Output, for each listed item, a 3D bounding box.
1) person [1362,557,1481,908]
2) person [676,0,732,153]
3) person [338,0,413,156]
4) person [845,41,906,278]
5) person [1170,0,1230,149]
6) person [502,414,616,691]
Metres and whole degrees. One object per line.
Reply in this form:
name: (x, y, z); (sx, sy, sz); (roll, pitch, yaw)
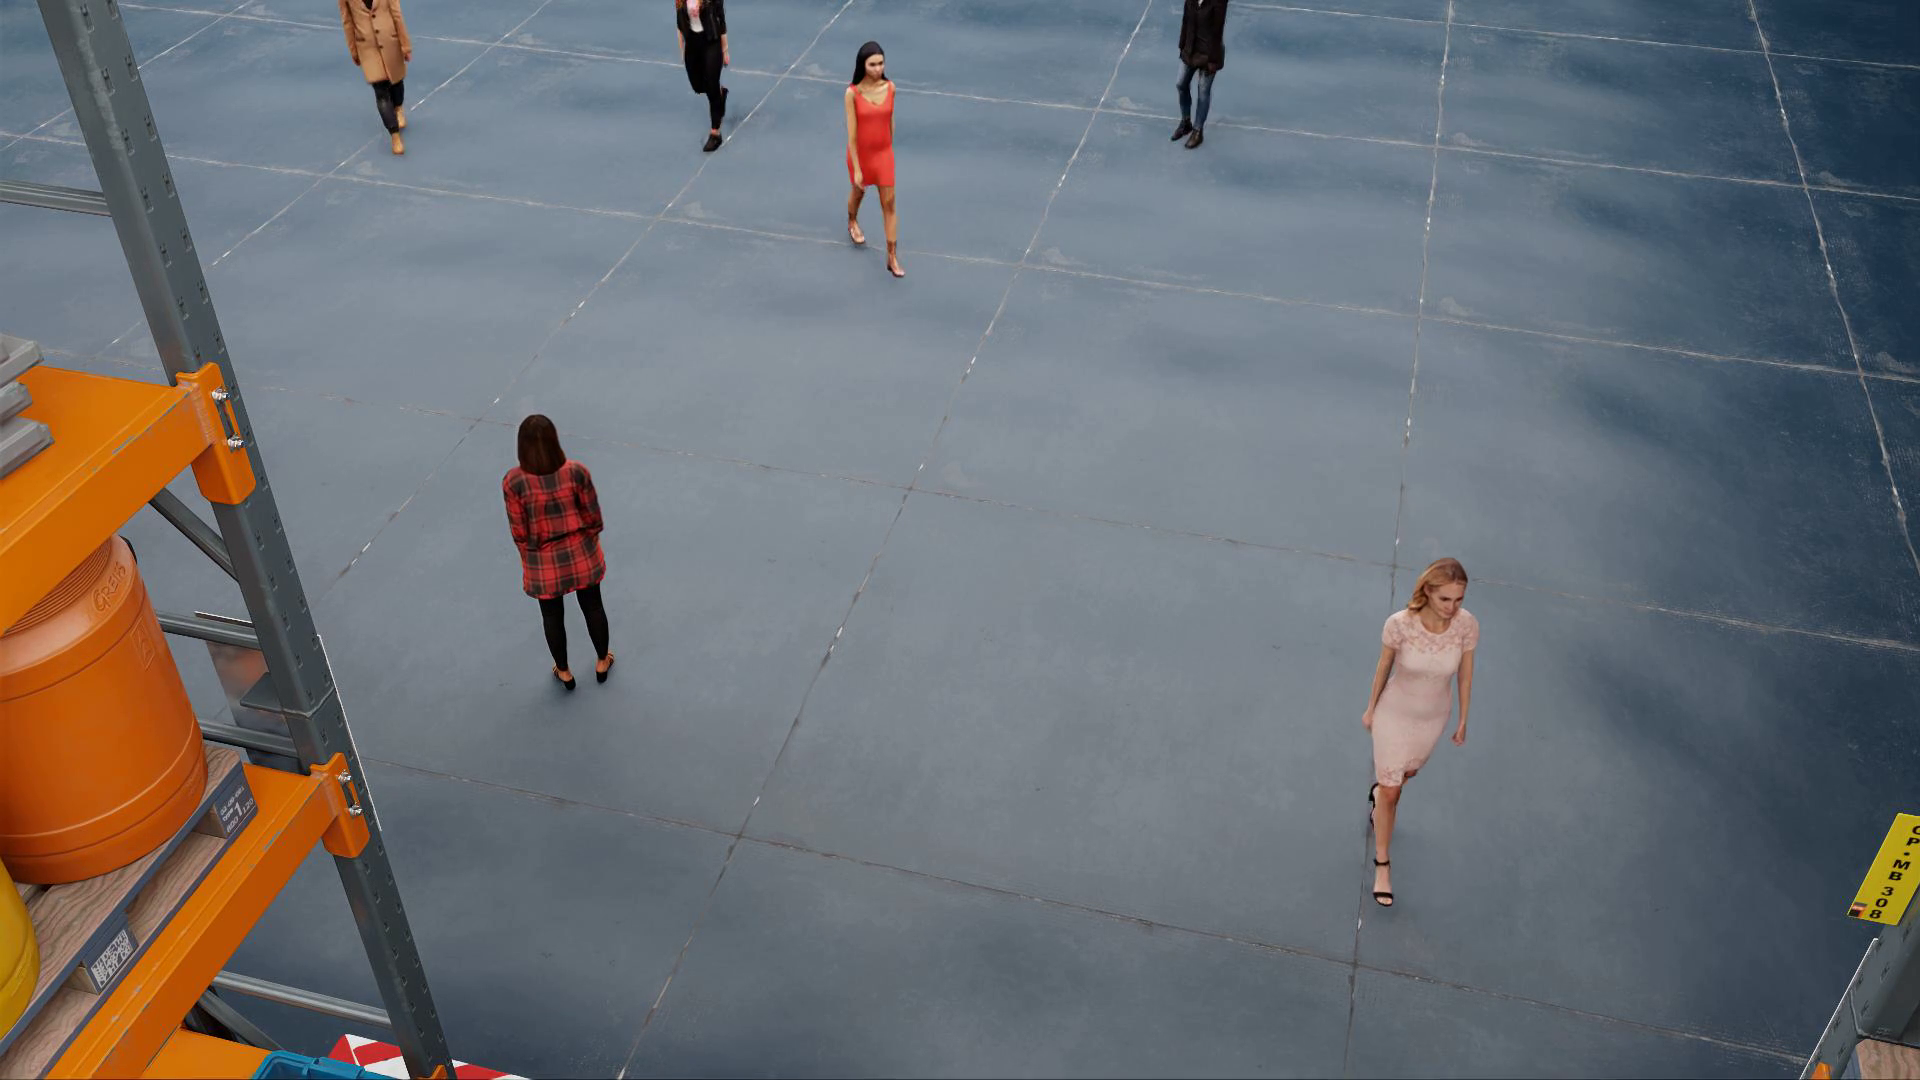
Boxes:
person: (2.072, 0.765, 7.633); (0.736, 1.801, 0.978); (1, 38, 1)
person: (-2.120, -4.192, 14.054); (0.624, 1.695, 0.922); (11, 39, 13)
person: (-4.911, -4.208, 14.069); (1.041, 1.702, 1.191); (-13, 40, -16)
person: (-0.711, -2.867, 12.377); (1.056, 1.675, 1.180); (-16, 41, -20)
person: (2.082, -4.149, 14.053); (0.743, 1.630, 0.773); (28, 46, 31)
person: (-2.065, 0.070, 8.600); (0.704, 1.703, 0.722); (-11, 39, -13)
